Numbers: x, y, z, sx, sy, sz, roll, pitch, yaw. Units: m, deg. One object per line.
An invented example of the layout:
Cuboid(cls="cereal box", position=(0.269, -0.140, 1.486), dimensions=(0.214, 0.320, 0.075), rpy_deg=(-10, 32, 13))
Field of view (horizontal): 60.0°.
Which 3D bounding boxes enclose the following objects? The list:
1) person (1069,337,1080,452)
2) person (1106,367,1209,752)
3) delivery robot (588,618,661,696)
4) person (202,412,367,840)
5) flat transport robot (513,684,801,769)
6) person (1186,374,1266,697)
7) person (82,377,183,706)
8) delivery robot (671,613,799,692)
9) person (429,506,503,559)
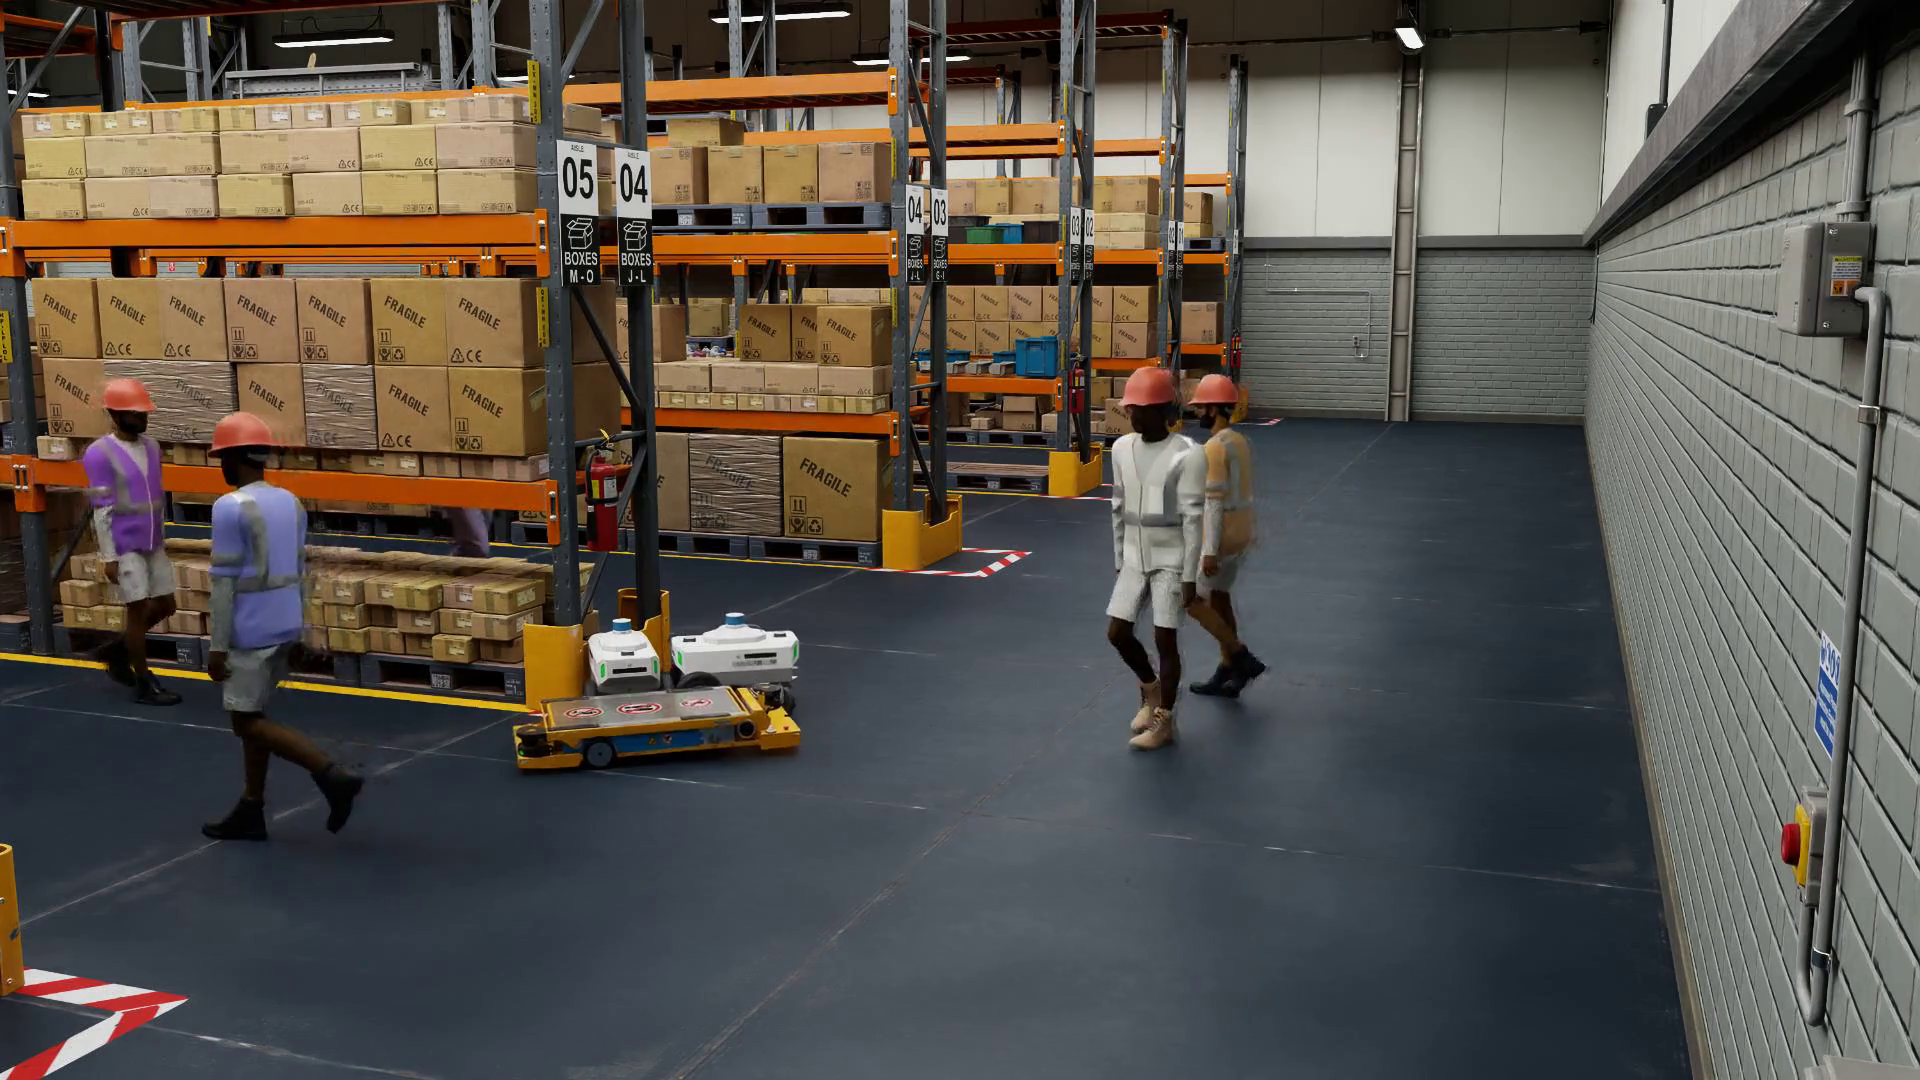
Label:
Cuboid(cls="person", position=(1.554, -2.004, 23.097), dimensions=(0.266, 1.631, 0.507), rpy_deg=(2, 9, 14))
Cuboid(cls="person", position=(1.000, 0.111, 8.663), dimensions=(0.617, 2.025, 0.443), rpy_deg=(8, 12, 42))
Cuboid(cls="delivery robot", position=(-1.898, 0.686, 9.372), dimensions=(0.477, 0.478, 0.707), rpy_deg=(-3, 10, -17))
Cuboid(cls="person", position=(-2.987, 0.394, 7.285), dimensions=(0.714, 1.905, 0.582), rpy_deg=(1, 9, 7))
Cuboid(cls="flat transport robot", position=(-1.606, 0.969, 8.766), dimensions=(1.431, 0.197, 0.652), rpy_deg=(-3, 9, -17))
Cuboid(cls="person", position=(1.519, -0.007, 9.738), dimensions=(0.457, 1.917, 0.566), rpy_deg=(4, 10, 24))
Cuboid(cls="person", position=(-4.830, 0.011, 9.635), dimensions=(0.565, 1.917, 0.550), rpy_deg=(3, 10, 17))
Cuboid(cls="delivery robot", position=(-1.286, 0.661, 9.528), dimensions=(0.707, 0.478, 0.477), rpy_deg=(-2, 9, -15))
Cuboid(cls="person", position=(-3.552, -0.324, 11.863), dimensions=(0.897, 1.873, 0.649), rpy_deg=(4, 10, 23))
